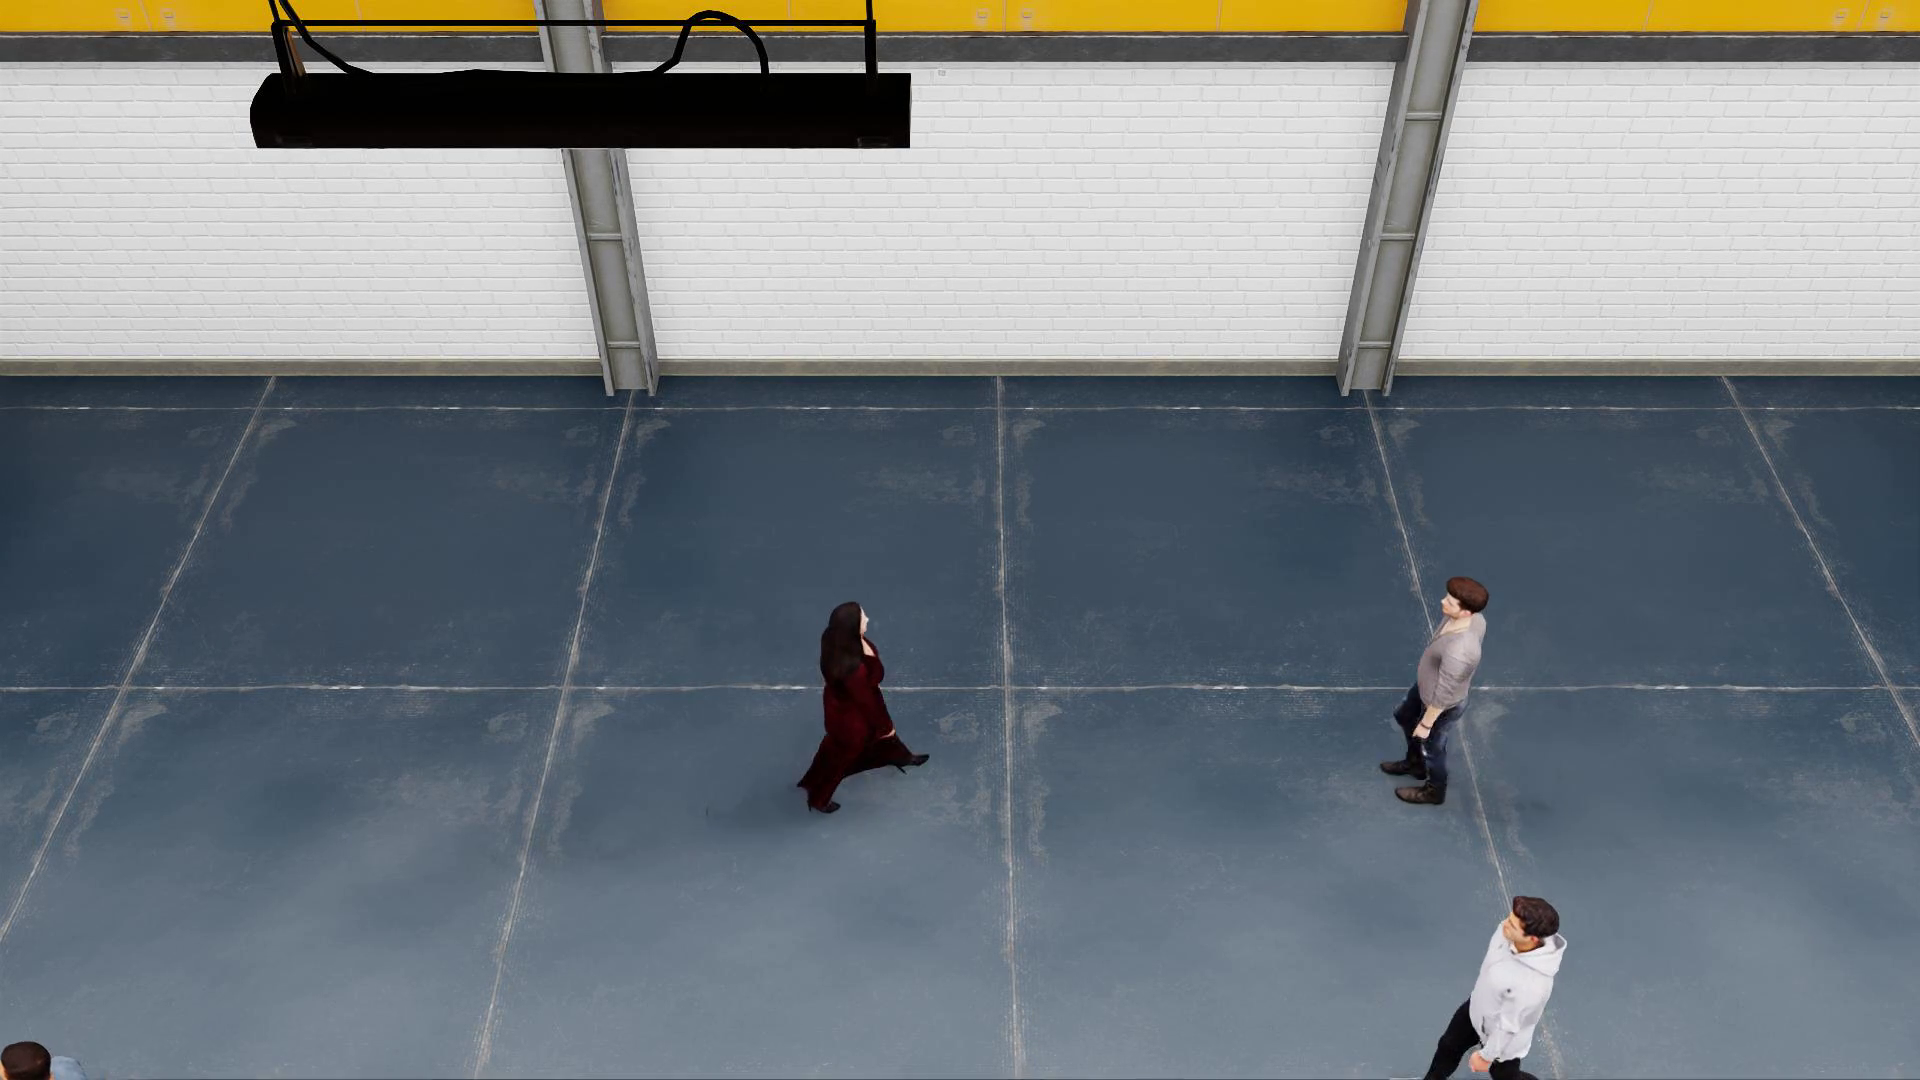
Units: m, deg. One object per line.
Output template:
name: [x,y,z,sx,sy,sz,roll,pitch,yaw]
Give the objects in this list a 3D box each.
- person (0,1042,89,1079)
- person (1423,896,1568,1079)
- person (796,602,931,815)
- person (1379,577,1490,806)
person: [-4.077,2.939,7.954,1.003,1.789,0.817,-11,45,-11]
person: [2.829,2.443,8.400,1.174,1.893,0.661,0,44,0]
person: [-0.740,1.068,9.975,1.175,1.711,0.839,-9,44,-10]
person: [2.971,0.950,9.966,0.790,1.894,0.805,12,45,13]
